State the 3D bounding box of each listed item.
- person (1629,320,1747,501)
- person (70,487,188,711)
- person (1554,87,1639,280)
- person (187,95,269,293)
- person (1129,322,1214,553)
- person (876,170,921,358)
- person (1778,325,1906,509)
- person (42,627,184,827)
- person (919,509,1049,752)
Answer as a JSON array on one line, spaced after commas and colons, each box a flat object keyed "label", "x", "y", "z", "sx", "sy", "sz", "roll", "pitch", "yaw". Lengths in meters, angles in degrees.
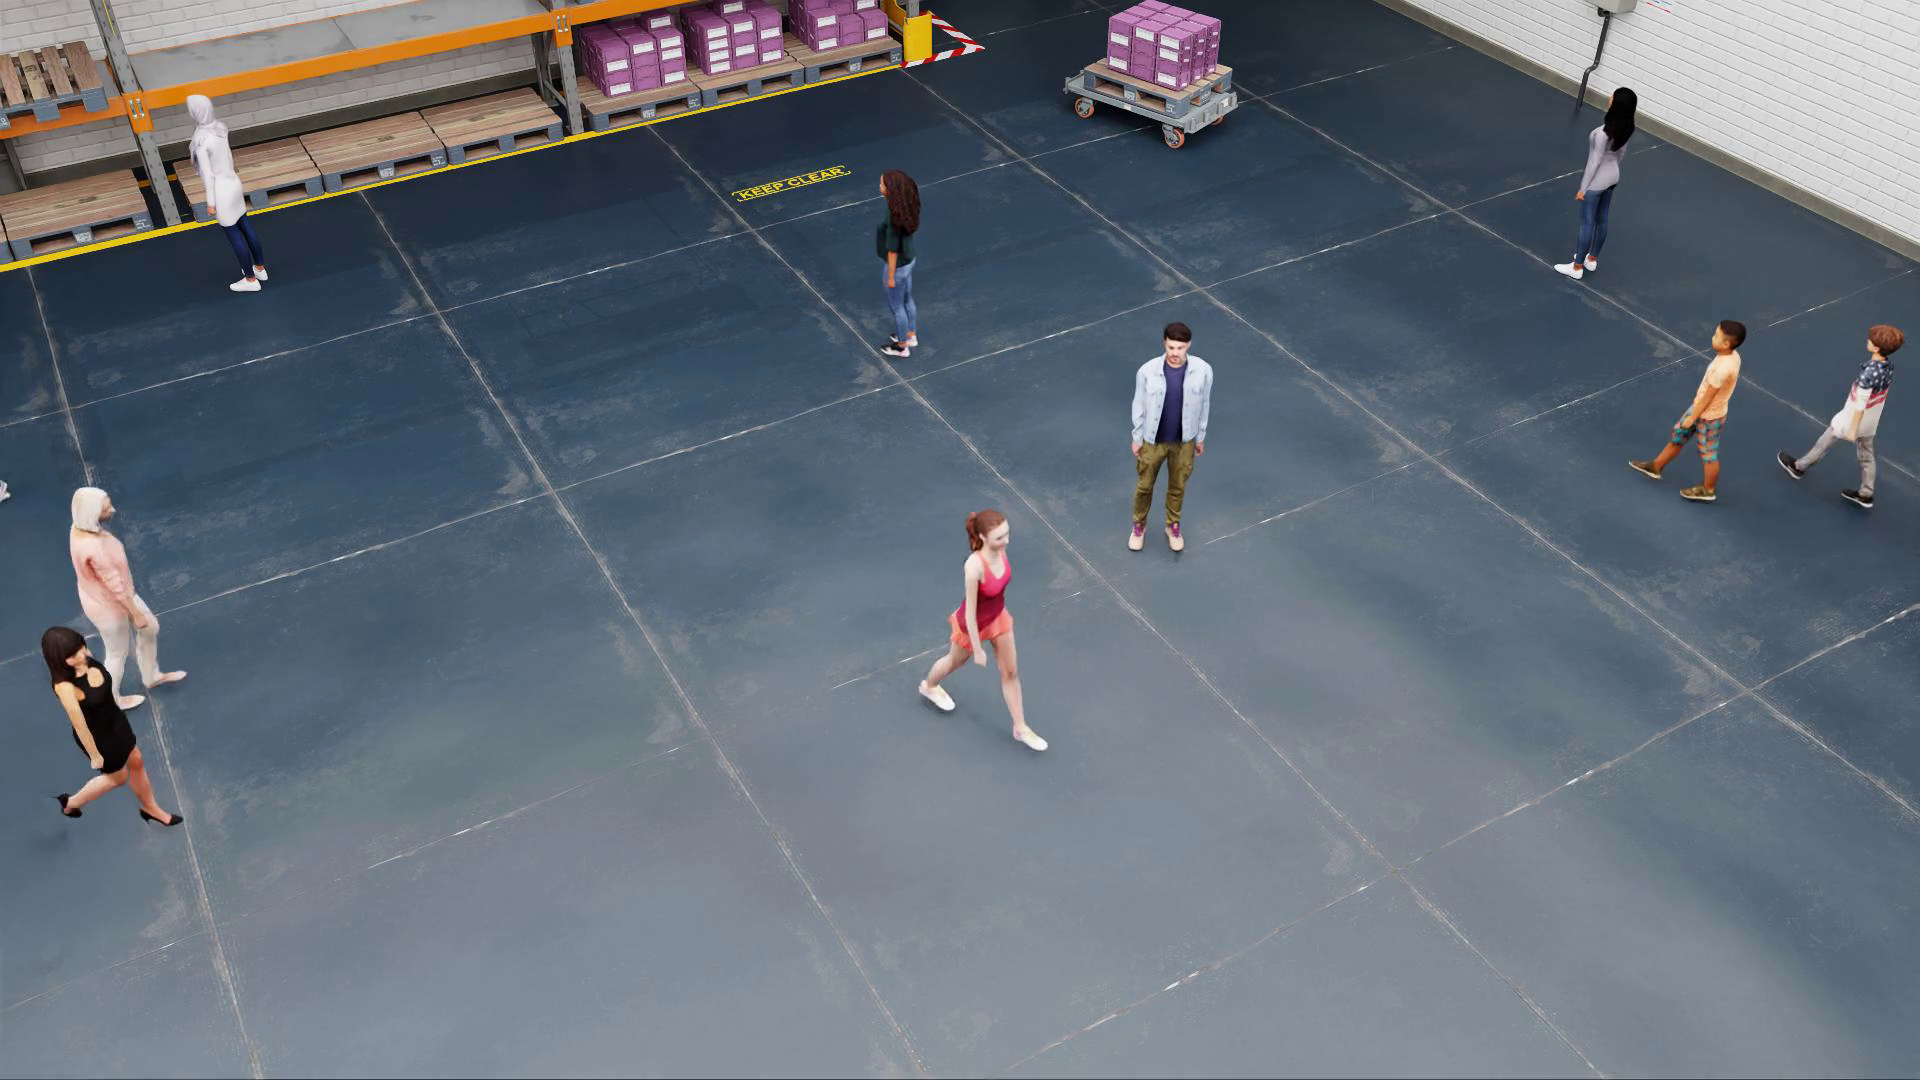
[{"label": "person", "x": 5.473, "y": -0.902, "z": 11.986, "sx": 0.911, "sy": 1.437, "sz": 0.887, "roll": 12, "pitch": 40, "yaw": 15}, {"label": "person", "x": -5.272, "y": 0.394, "z": 10.166, "sx": 0.735, "sy": 1.684, "sz": 0.595, "roll": -26, "pitch": 45, "yaw": -29}, {"label": "person", "x": 5.604, "y": -3.116, "z": 14.519, "sx": 0.494, "sy": 1.736, "sz": 0.683, "roll": -25, "pitch": 45, "yaw": -28}, {"label": "person", "x": -6.325, "y": -2.987, "z": 14.325, "sx": 0.723, "sy": 1.775, "sz": 0.689, "roll": 5, "pitch": 39, "yaw": 7}, {"label": "person", "x": 1.433, "y": -0.708, "z": 11.444, "sx": 0.698, "sy": 1.810, "sz": 0.823, "roll": 1, "pitch": 39, "yaw": 1}, {"label": "person", "x": -0.493, "y": -2.250, "z": 13.532, "sx": 0.760, "sy": 1.614, "sz": 0.700, "roll": 9, "pitch": 40, "yaw": 11}, {"label": "person", "x": 6.534, "y": -0.860, "z": 11.962, "sx": 0.903, "sy": 1.401, "sz": 0.607, "roll": -21, "pitch": 43, "yaw": -25}, {"label": "person", "x": -4.897, "y": 1.097, "z": 9.329, "sx": 0.955, "sy": 1.629, "sz": 0.774, "roll": -6, "pitch": 39, "yaw": -8}, {"label": "person", "x": 0.063, "y": 0.488, "z": 10.036, "sx": 0.935, "sy": 1.699, "sz": 1.174, "roll": 25, "pitch": 45, "yaw": 28}]
